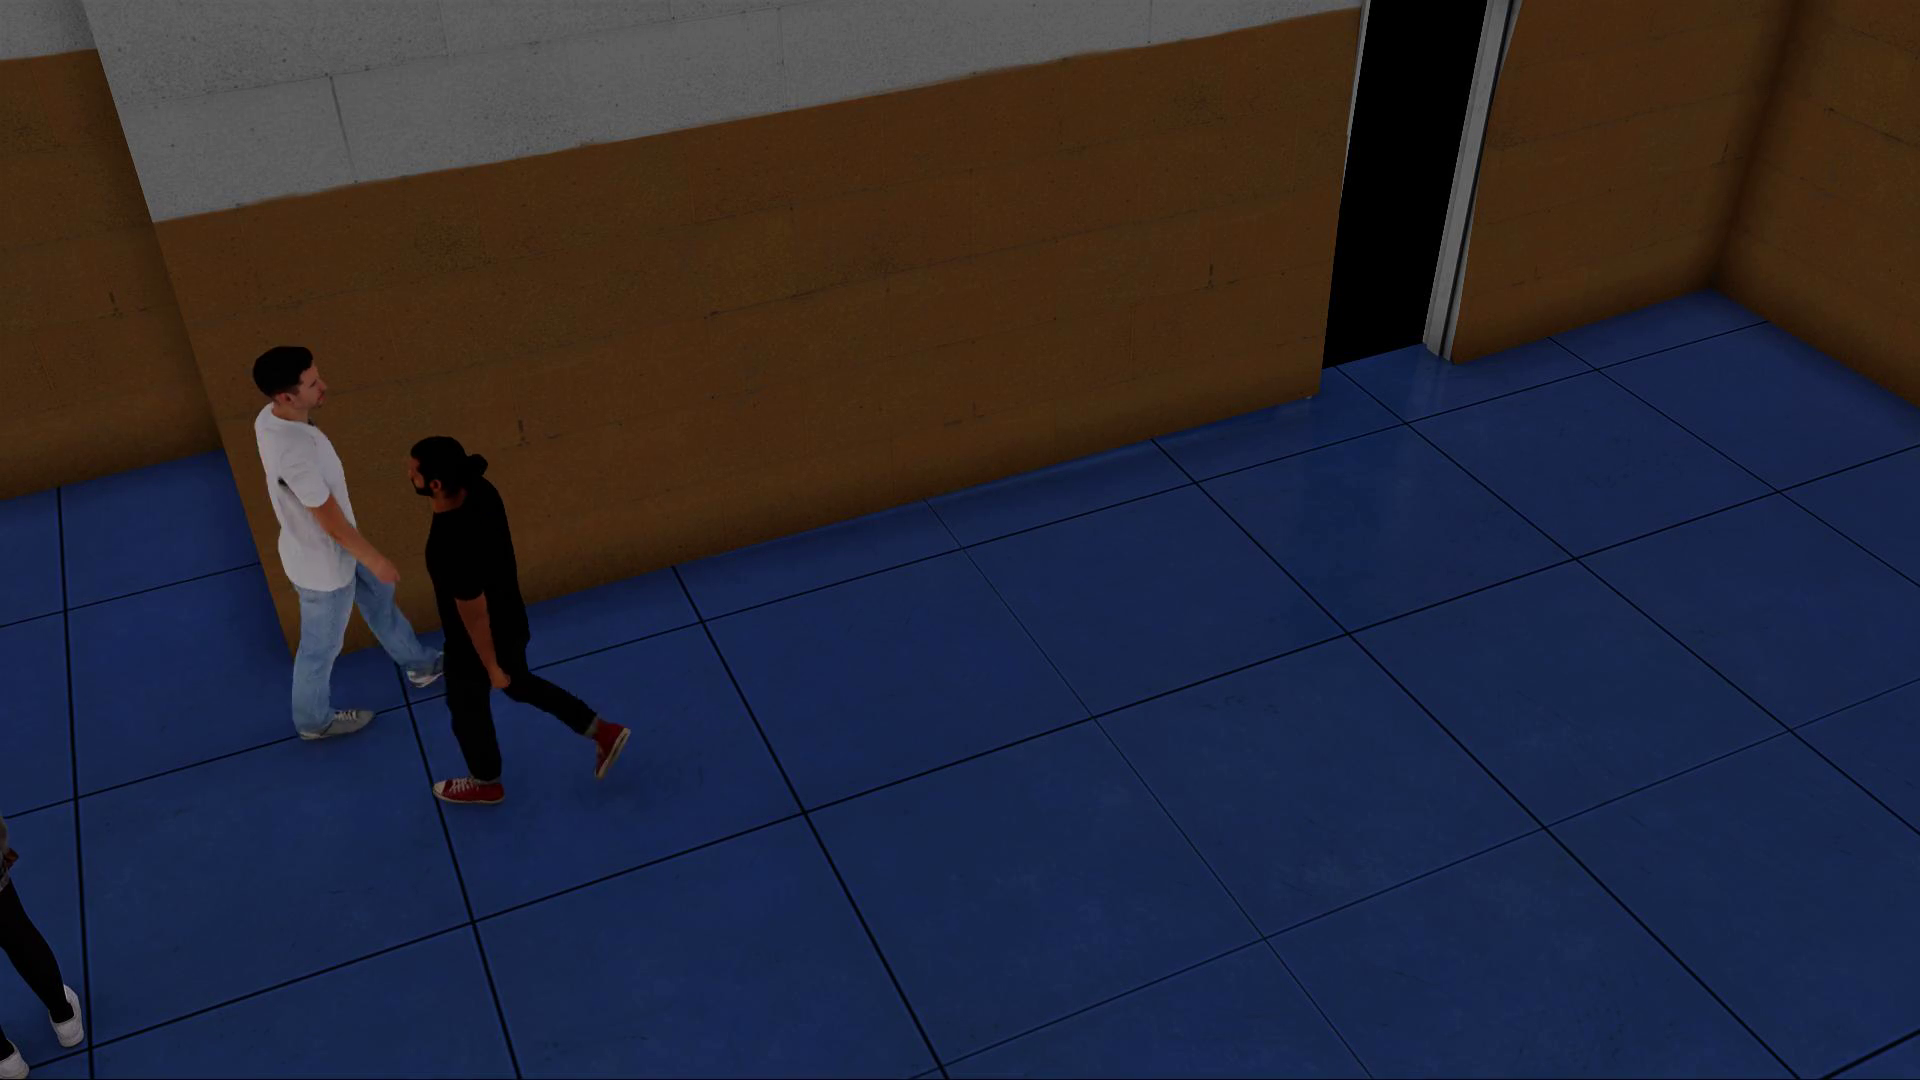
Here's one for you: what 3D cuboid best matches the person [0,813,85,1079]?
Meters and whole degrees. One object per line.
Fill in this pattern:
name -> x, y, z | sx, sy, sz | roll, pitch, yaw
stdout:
person -> -3.260, 1.068, 5.300 | 0.642, 1.771, 0.681 | 30, 46, 34

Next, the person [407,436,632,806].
person -> -1.714, 0.336, 6.305 | 0.995, 1.735, 1.079 | 1, 37, 1

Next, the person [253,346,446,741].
person -> -2.612, 0.088, 6.559 | 0.719, 1.827, 0.941 | -17, 40, -21
